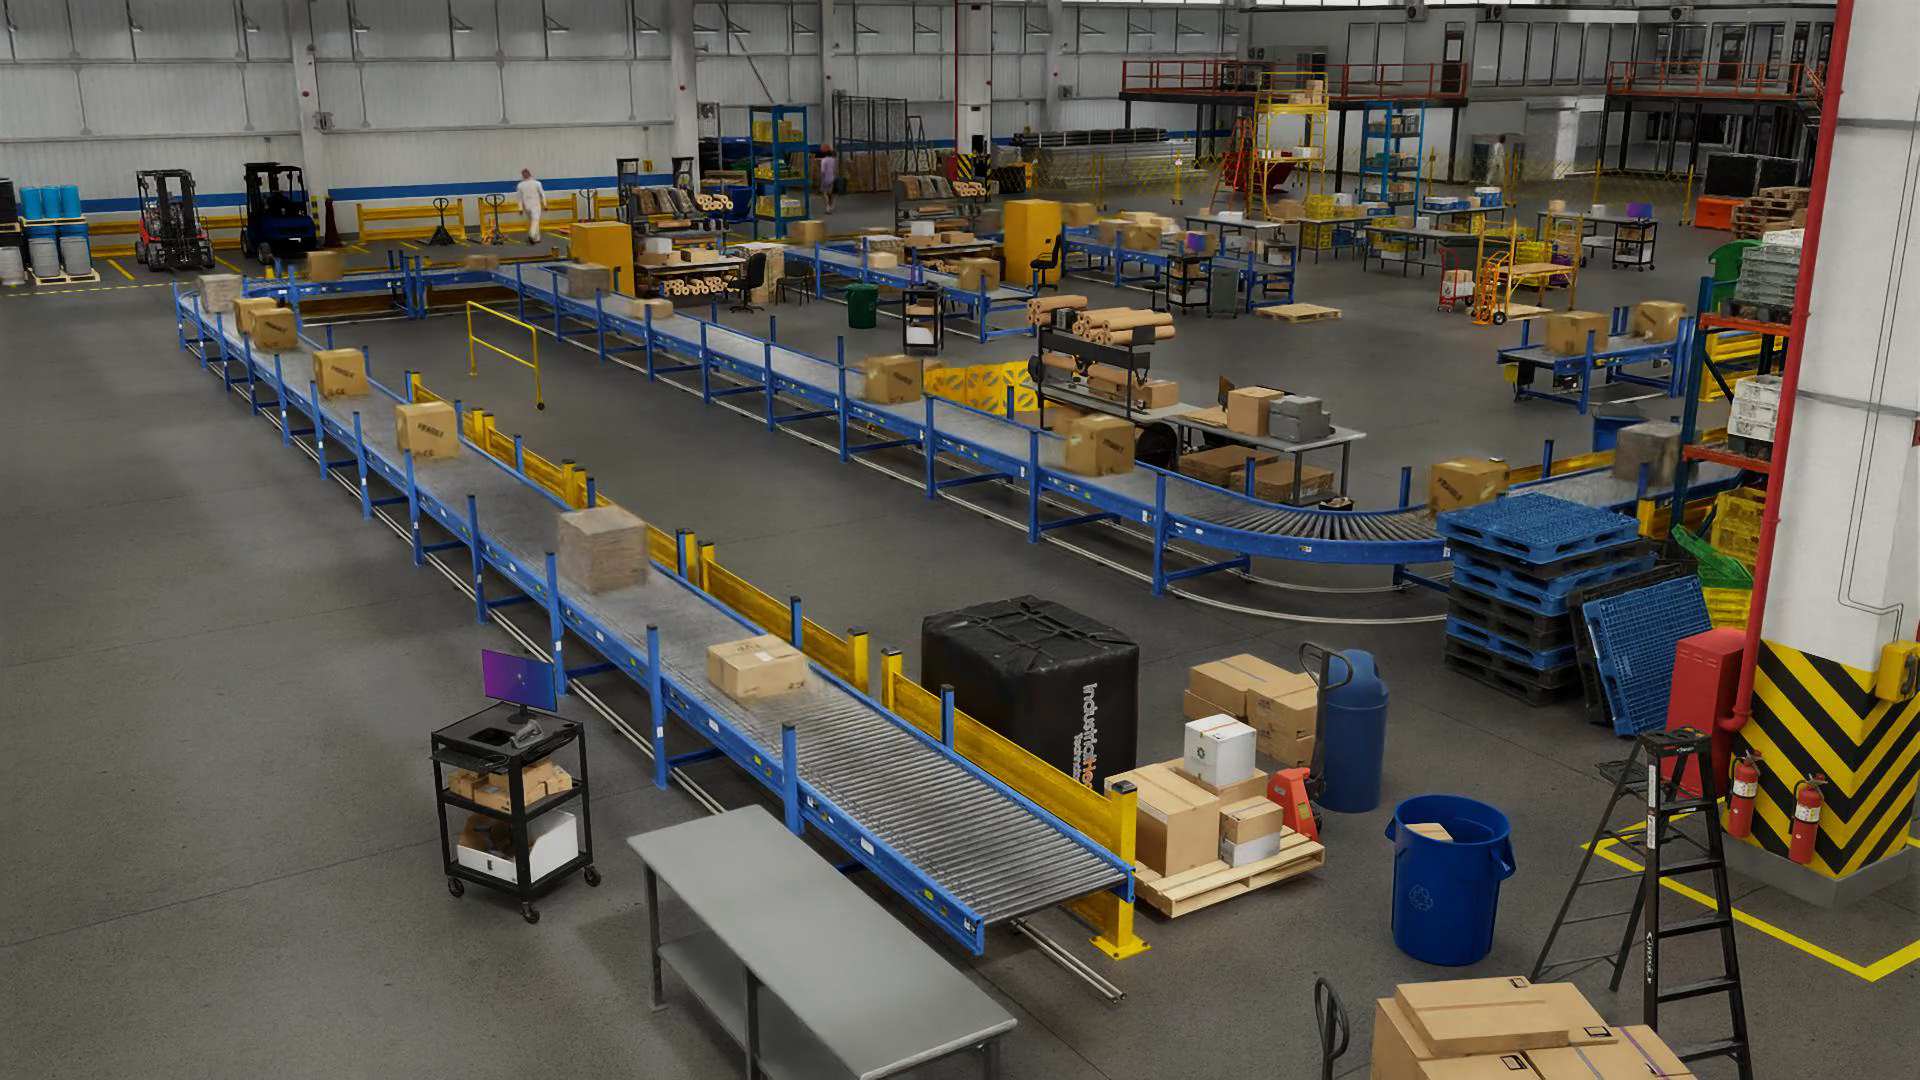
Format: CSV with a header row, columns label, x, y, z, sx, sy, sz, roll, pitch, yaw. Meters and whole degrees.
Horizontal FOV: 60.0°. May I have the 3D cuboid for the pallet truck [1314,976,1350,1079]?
label,x,y,z,sx,sy,sz,roll,pitch,yaw
pallet truck,2.299,2.390,7.086,1.601,1.201,0.680,-2,17,-7

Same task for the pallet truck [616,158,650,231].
label,x,y,z,sx,sy,sz,roll,pitch,yaw
pallet truck,-8.918,-9.176,44.255,0.823,1.965,1.885,-9,19,-27

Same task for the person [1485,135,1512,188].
label,x,y,z,sx,sy,sz,roll,pitch,yaw
person,18.698,-13.102,57.610,0.975,1.834,0.572,-3,17,-9

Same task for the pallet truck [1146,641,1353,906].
label,x,y,z,sx,sy,sz,roll,pitch,yaw
pallet truck,1.664,1.407,10.232,1.630,1.274,0.653,-10,20,-31

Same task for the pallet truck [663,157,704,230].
label,x,y,z,sx,sy,sz,roll,pitch,yaw
pallet truck,-7.586,-9.308,44.692,0.823,1.965,1.885,-11,20,-33

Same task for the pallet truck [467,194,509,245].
label,x,y,z,sx,sy,sz,roll,pitch,yaw
pallet truck,-11.983,-8.177,42.137,0.704,1.261,1.522,-11,20,-33

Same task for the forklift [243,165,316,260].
label,x,y,z,sx,sy,sz,roll,pitch,yaw
forklift,-15.898,-7.669,38.708,1.157,1.987,2.680,-11,20,-33

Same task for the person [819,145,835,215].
label,x,y,z,sx,sy,sz,roll,pitch,yaw
person,-3.905,-10.572,48.841,0.404,2.027,0.623,12,20,35

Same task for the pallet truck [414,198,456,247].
label,x,y,z,sx,sy,sz,roll,pitch,yaw
pallet truck,-13.250,-8.060,41.856,0.680,1.201,1.601,-10,20,-31

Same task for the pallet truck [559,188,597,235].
label,x,y,z,sx,sy,sz,roll,pitch,yaw
pallet truck,-10.010,-8.652,43.699,0.653,1.274,1.630,-10,20,-31

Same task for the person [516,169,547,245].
label,x,y,z,sx,sy,sz,roll,pitch,yaw
person,-10.793,-8.370,41.812,0.664,1.859,0.903,2,17,7

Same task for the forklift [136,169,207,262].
label,x,y,z,sx,sy,sz,roll,pitch,yaw
forklift,-17.842,-7.318,37.559,1.157,1.987,2.680,-10,20,-31
